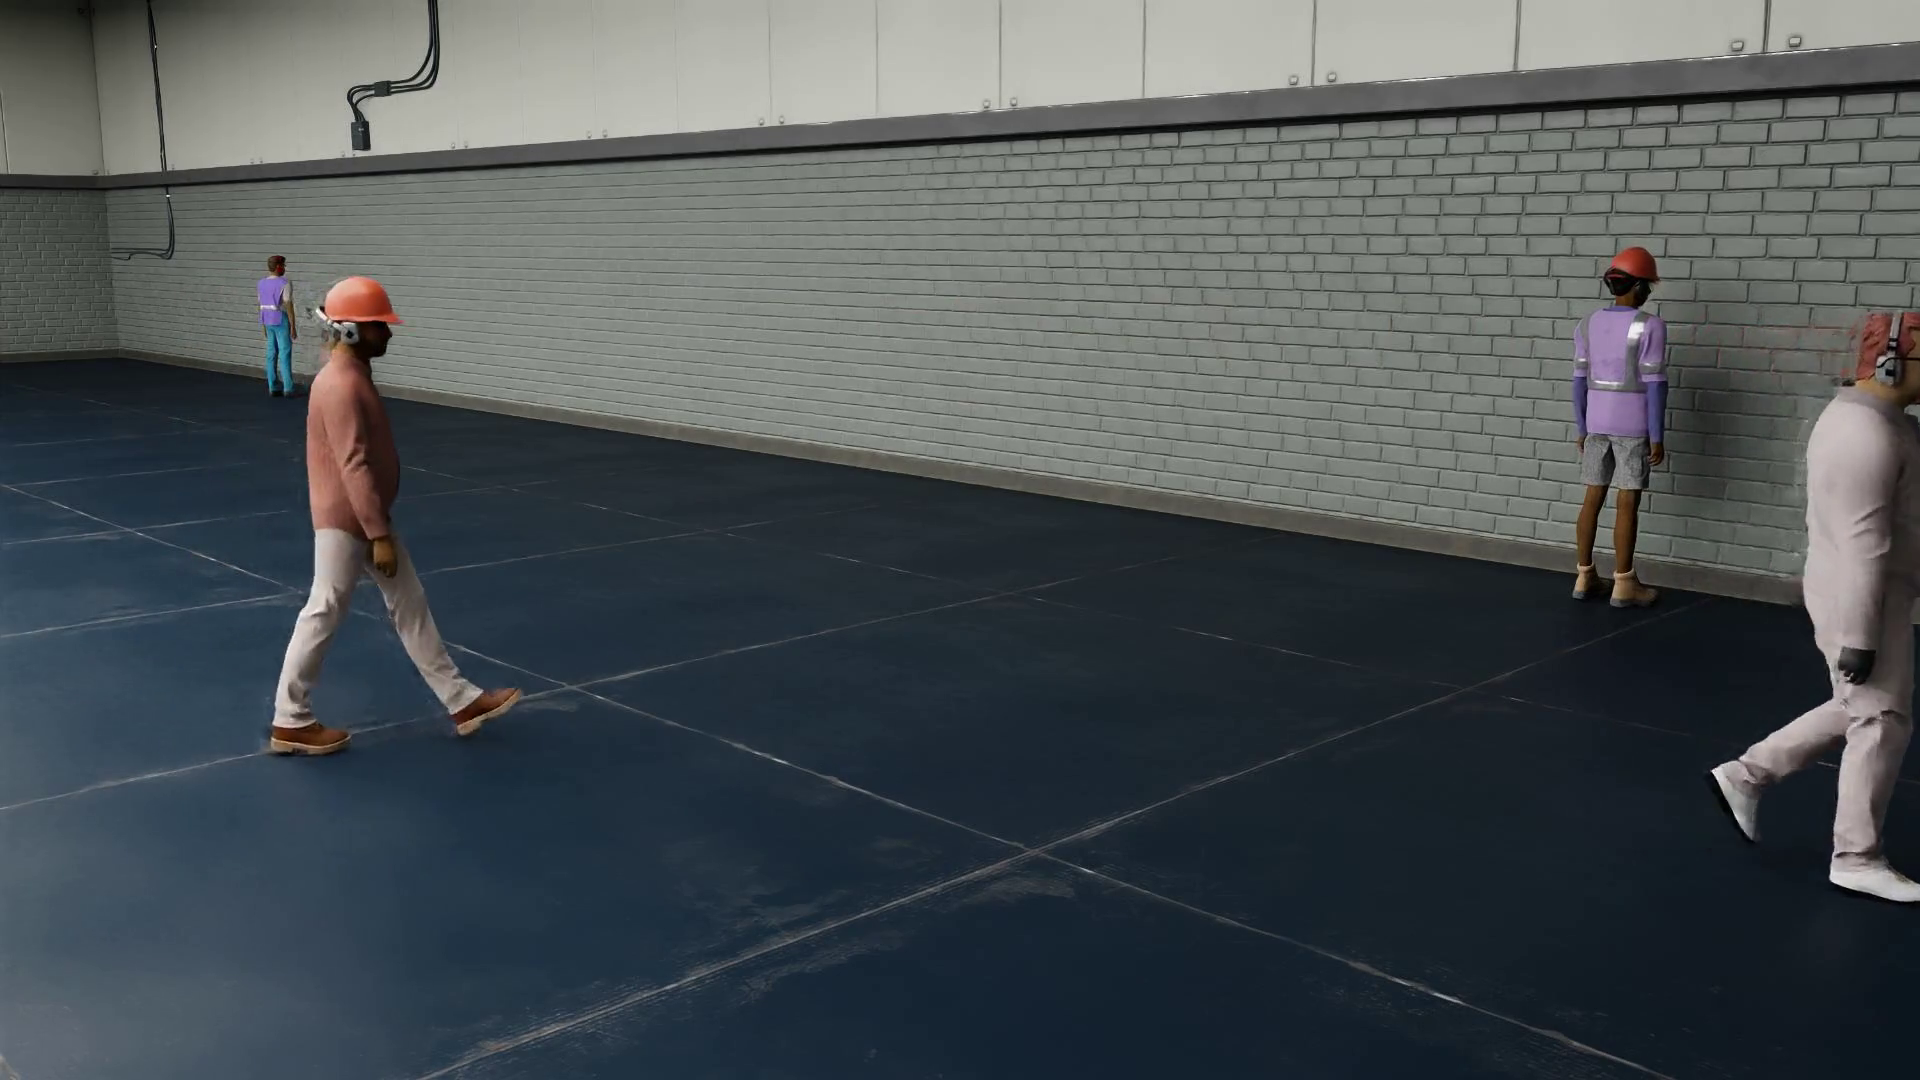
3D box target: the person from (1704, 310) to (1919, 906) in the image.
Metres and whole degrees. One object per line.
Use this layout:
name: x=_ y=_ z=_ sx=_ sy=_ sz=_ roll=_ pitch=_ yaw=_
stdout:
person: x=2.836 y=0.206 z=5.326 sx=0.591 sy=1.883 sz=0.651 roll=4 pitch=11 yaw=21

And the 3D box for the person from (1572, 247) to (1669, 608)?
person: x=3.804 y=-0.651 z=9.568 sx=0.372 sy=2.045 sz=0.605 roll=-6 pitch=12 yaw=-29

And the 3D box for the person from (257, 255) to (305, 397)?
person: x=-8.963 y=-2.802 z=21.836 sx=0.564 sy=1.845 sz=0.389 roll=5 pitch=11 yaw=25

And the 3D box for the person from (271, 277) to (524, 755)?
person: x=-2.375 y=-0.087 z=6.773 sx=1.035 sy=1.934 sz=0.654 roll=-2 pitch=11 yaw=-9
